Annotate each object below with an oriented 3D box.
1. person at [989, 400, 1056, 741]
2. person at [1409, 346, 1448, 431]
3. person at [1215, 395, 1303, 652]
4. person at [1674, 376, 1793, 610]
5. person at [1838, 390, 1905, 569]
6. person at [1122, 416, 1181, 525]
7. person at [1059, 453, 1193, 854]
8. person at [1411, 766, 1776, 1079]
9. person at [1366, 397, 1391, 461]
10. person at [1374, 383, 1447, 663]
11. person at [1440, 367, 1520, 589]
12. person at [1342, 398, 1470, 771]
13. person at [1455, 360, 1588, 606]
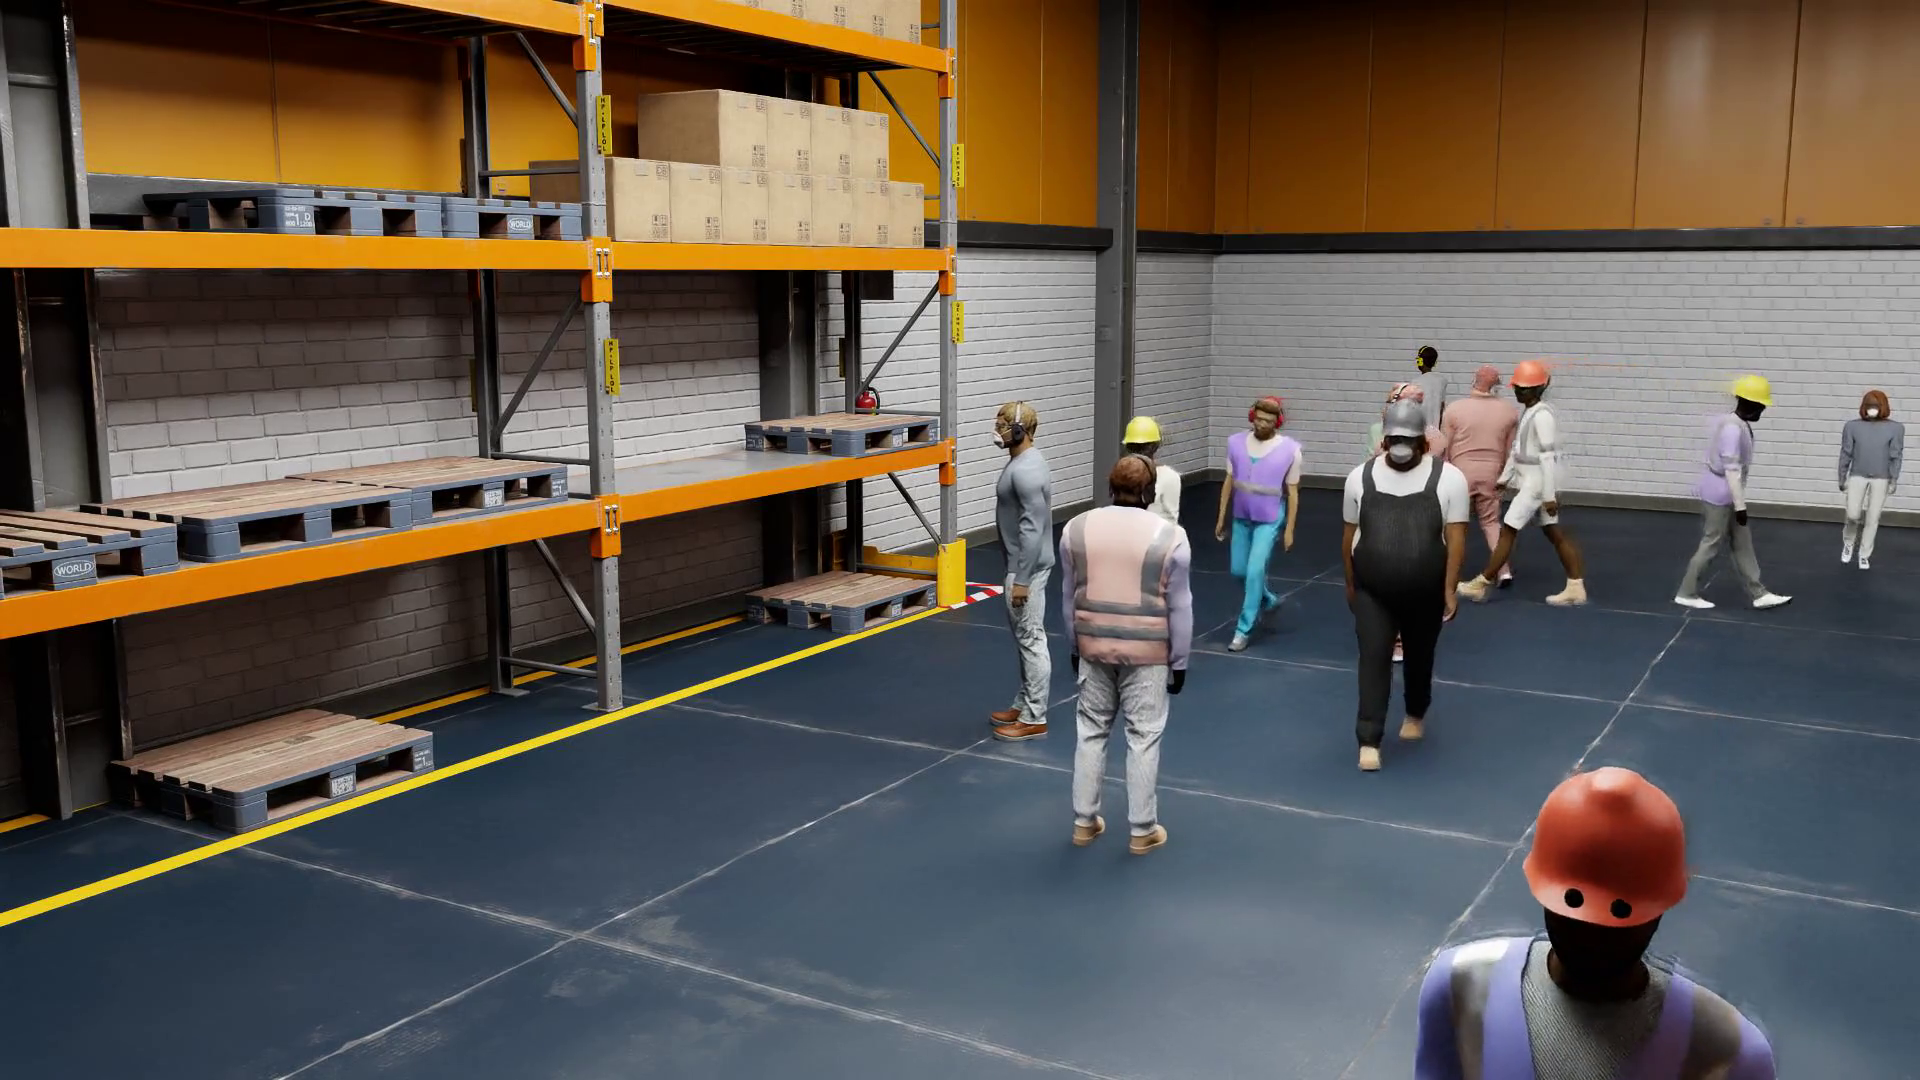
[{"bbox_3d":[0.355,0.173,9.456,0.376,1.940,0.629,0,9,0],"label":"person"},{"bbox_3d":[5.022,-1.163,18.012,0.515,1.873,0.329,-4,10,-26],"label":"person"},{"bbox_3d":[2.139,-0.134,11.765,0.626,1.810,0.656,7,12,39],"label":"person"},{"bbox_3d":[6.035,-0.345,12.909,0.863,1.864,0.680,5,11,31],"label":"person"},{"bbox_3d":[8.142,-0.535,14.889,0.496,1.615,0.350,5,10,28],"label":"person"},{"bbox_3d":[1.162,0.088,10.588,0.525,1.755,0.364,7,11,37],"label":"person"},{"bbox_3d":[0.764,0.522,7.617,0.627,1.840,0.429,4,10,25],"label":"person"},{"bbox_3d":[1.030,1.263,2.764,0.554,1.912,0.823,7,11,36],"label":"person"},{"bbox_3d":[3.918,-0.534,14.952,0.529,1.596,0.817,3,10,19],"label":"person"},{"bbox_3d":[3.009,-0.116,11.361,0.636,1.911,0.405,-7,11,-37],"label":"person"},{"bbox_3d":[4.291,-0.501,13.883,0.706,1.874,0.523,0,9,-2],"label":"person"},{"bbox_3d":[2.431,0.174,9.134,0.673,2.000,1.021,3,10,18],"label":"person"},{"bbox_3d":[4.501,-0.441,13.196,1.104,1.970,0.642,3,10,19],"label":"person"}]
